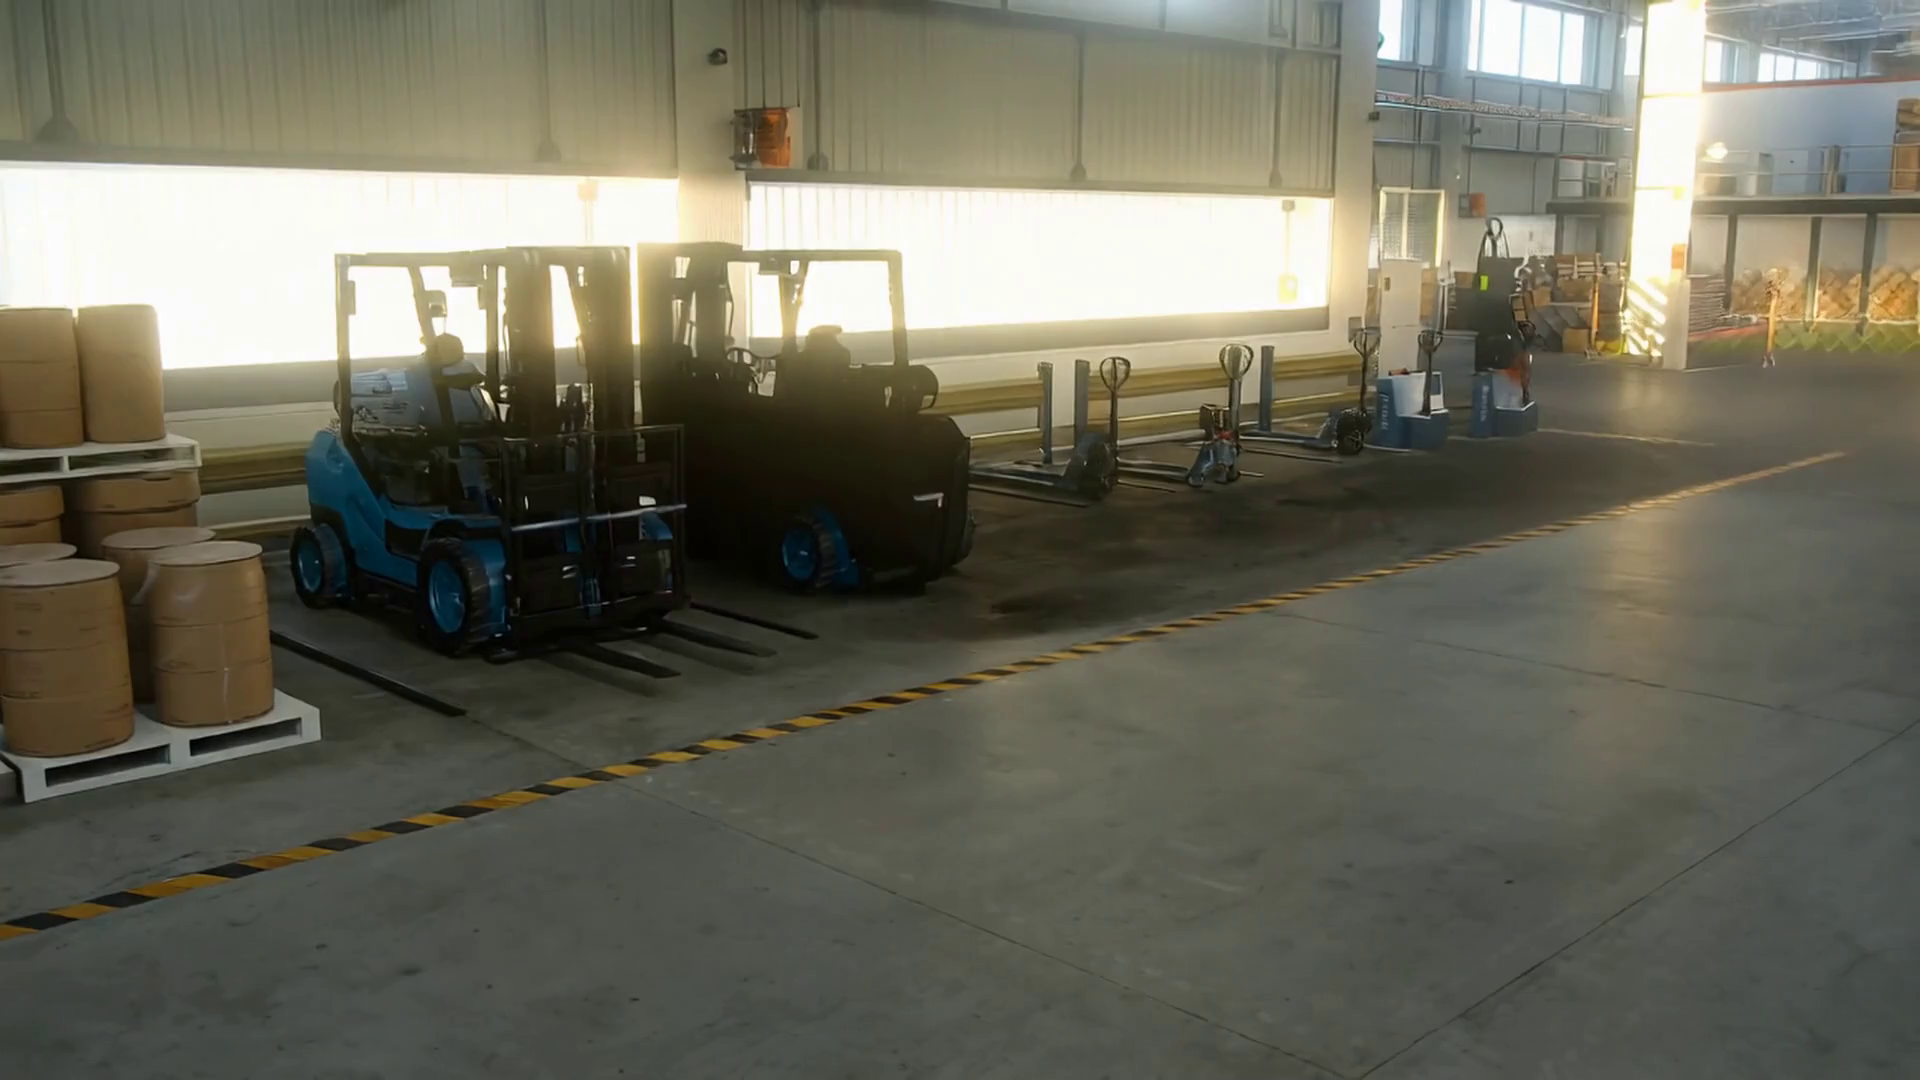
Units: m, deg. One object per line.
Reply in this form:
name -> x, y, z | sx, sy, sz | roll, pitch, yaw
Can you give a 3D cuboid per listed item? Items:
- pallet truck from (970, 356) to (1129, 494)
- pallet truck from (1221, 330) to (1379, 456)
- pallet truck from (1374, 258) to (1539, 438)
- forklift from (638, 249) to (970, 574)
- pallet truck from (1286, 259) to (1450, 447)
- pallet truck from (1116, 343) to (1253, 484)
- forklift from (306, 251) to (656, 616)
pallet truck -> 0.784, -1.085, 14.876 | 0.680, 1.201, 1.601 | -10, 14, -44
pallet truck -> 3.563, -1.581, 17.381 | 0.653, 1.274, 1.630 | -10, 14, -44
pallet truck -> 5.704, -2.208, 18.901 | 1.885, 1.965, 0.823 | 10, 14, 43
forklift -> -1.173, -0.958, 11.239 | 2.680, 1.987, 1.157 | 10, 14, 43
pallet truck -> 4.493, -2.078, 18.196 | 0.823, 1.965, 1.885 | -9, 14, -40
pallet truck -> 1.962, -1.215, 15.415 | 1.522, 1.261, 0.704 | 10, 14, 43
forklift -> -2.833, -0.669, 9.694 | 1.157, 1.987, 2.680 | -10, 14, -44
